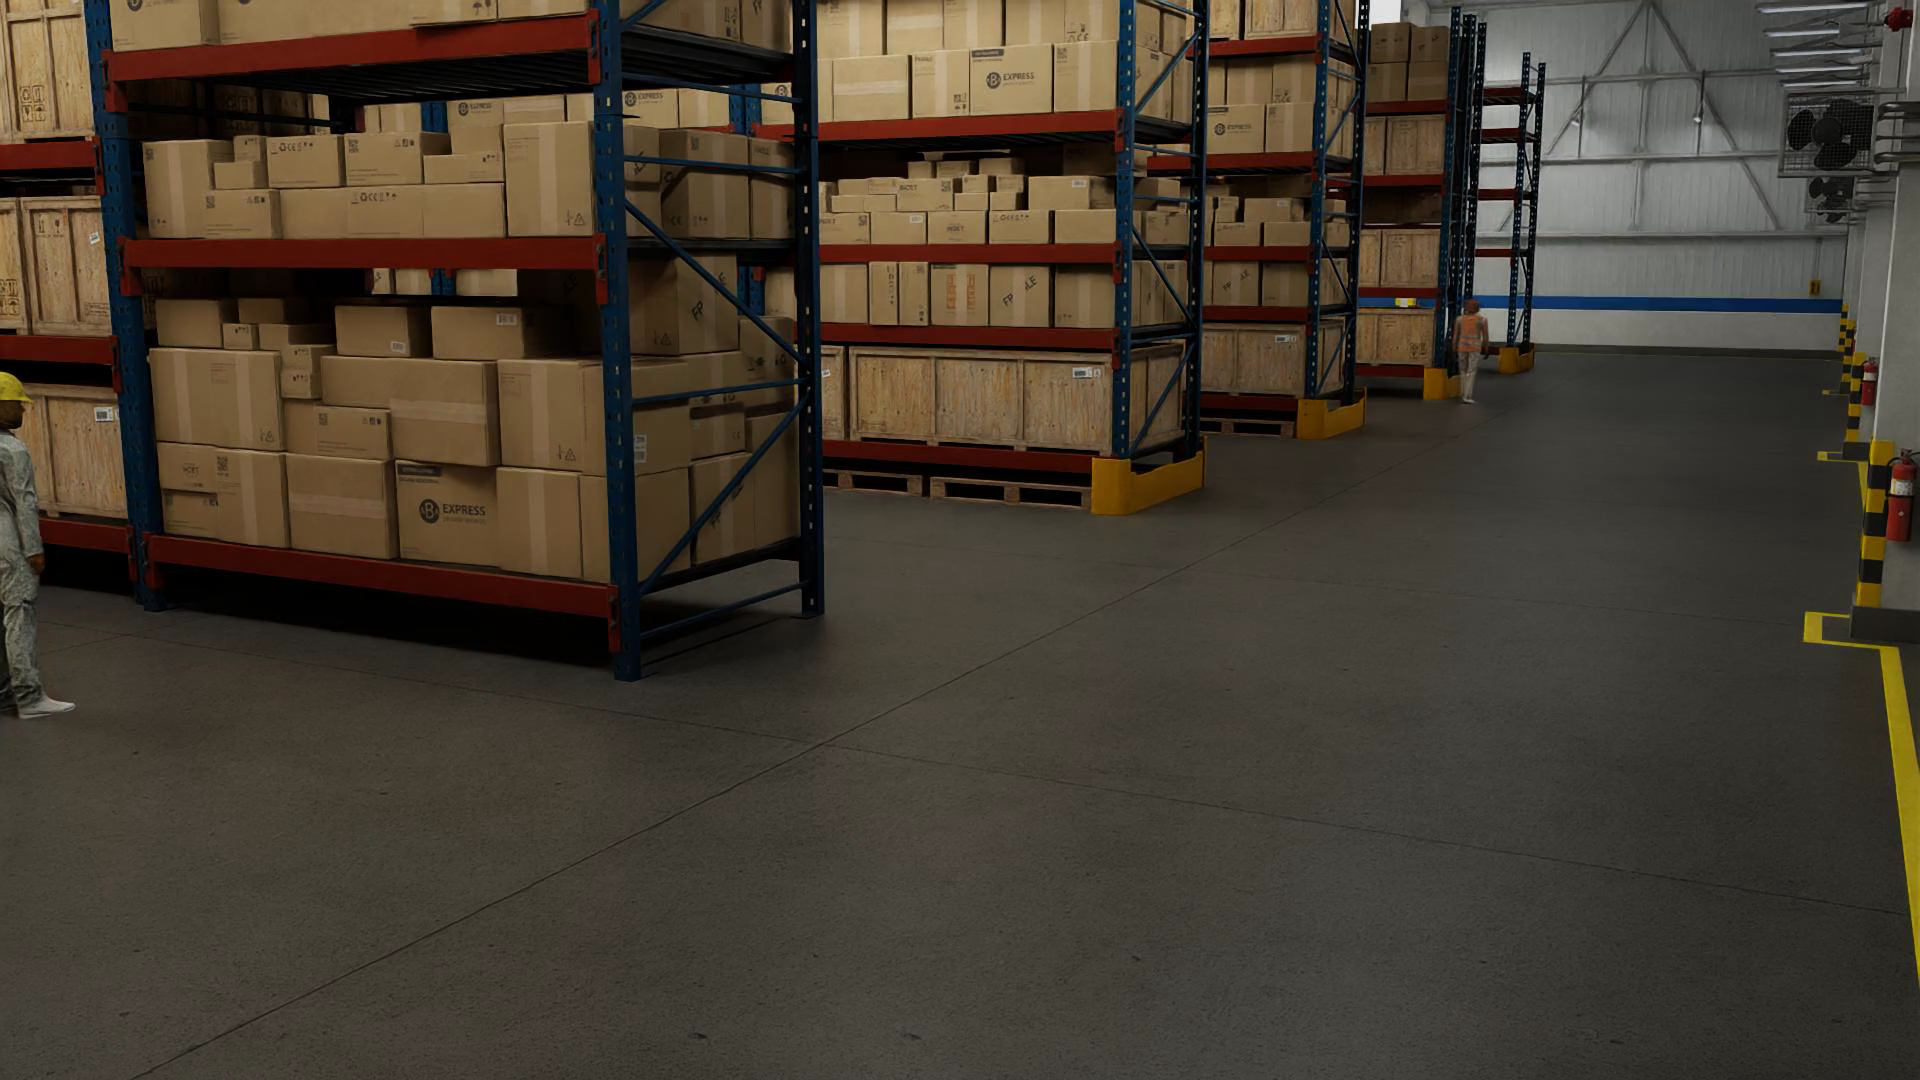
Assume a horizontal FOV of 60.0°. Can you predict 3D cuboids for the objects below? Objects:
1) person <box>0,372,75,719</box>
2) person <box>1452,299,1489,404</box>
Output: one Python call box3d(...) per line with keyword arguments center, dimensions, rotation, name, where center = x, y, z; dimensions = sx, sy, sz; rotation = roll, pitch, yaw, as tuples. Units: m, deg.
box3d(center=(-4.786, 0.028, 8.386), dimensions=(0.485, 1.739, 0.313), rotation=(5, 11, 29), name="person")
box3d(center=(7.964, -2.931, 25.882), dimensions=(0.538, 1.606, 0.682), rotation=(6, 11, 30), name="person")
